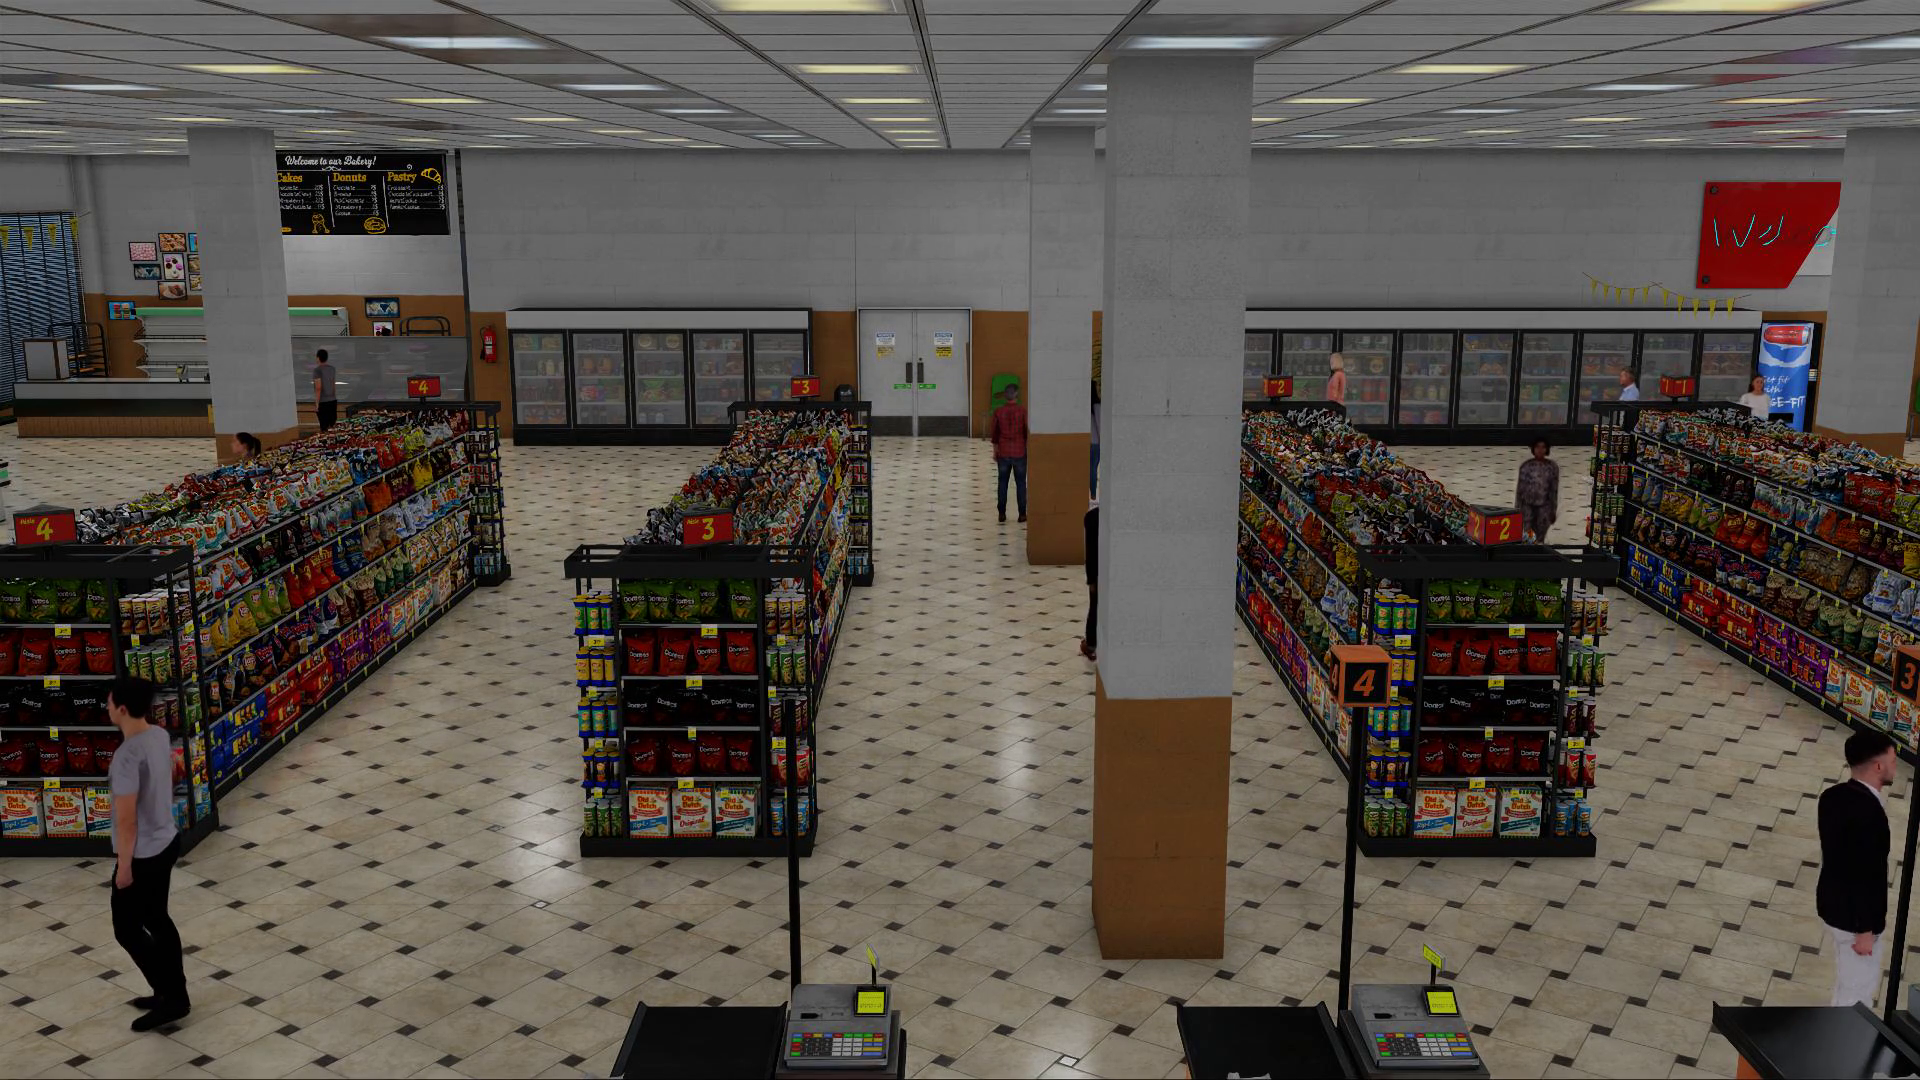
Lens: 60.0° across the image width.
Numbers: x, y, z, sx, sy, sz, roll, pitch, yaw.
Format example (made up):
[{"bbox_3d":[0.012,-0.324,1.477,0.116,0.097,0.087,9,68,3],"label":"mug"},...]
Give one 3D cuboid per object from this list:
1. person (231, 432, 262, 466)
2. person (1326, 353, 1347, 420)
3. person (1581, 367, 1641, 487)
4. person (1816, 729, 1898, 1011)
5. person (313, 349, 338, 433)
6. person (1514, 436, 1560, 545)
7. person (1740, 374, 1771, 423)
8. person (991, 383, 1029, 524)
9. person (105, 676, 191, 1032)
[{"bbox_3d":[-7.857,-0.364,18.678,1.049,1.626,1.126,-7,14,-30],"label":"person"},{"bbox_3d":[6.197,-2.178,27.083,0.776,1.713,0.688,5,13,24],"label":"person"},{"bbox_3d":[9.722,-1.567,24.006,1.055,1.785,1.162,6,13,25],"label":"person"},{"bbox_3d":[4.191,1.804,7.885,0.842,1.830,0.804,4,13,20],"label":"person"},{"bbox_3d":[-10.464,-2.278,27.457,0.740,1.754,0.604,4,13,19],"label":"person"},{"bbox_3d":[6.294,-0.281,18.193,0.905,1.664,1.234,5,13,22],"label":"person"},{"bbox_3d":[11.634,-1.607,24.463,0.640,1.675,0.682,1,12,4],"label":"person"},{"bbox_3d":[0.680,-1.156,21.942,0.738,1.830,0.650,3,12,14],"label":"person"},{"bbox_3d":[-4.212,1.626,8.654,0.774,1.861,0.559,-1,12,-4],"label":"person"}]
